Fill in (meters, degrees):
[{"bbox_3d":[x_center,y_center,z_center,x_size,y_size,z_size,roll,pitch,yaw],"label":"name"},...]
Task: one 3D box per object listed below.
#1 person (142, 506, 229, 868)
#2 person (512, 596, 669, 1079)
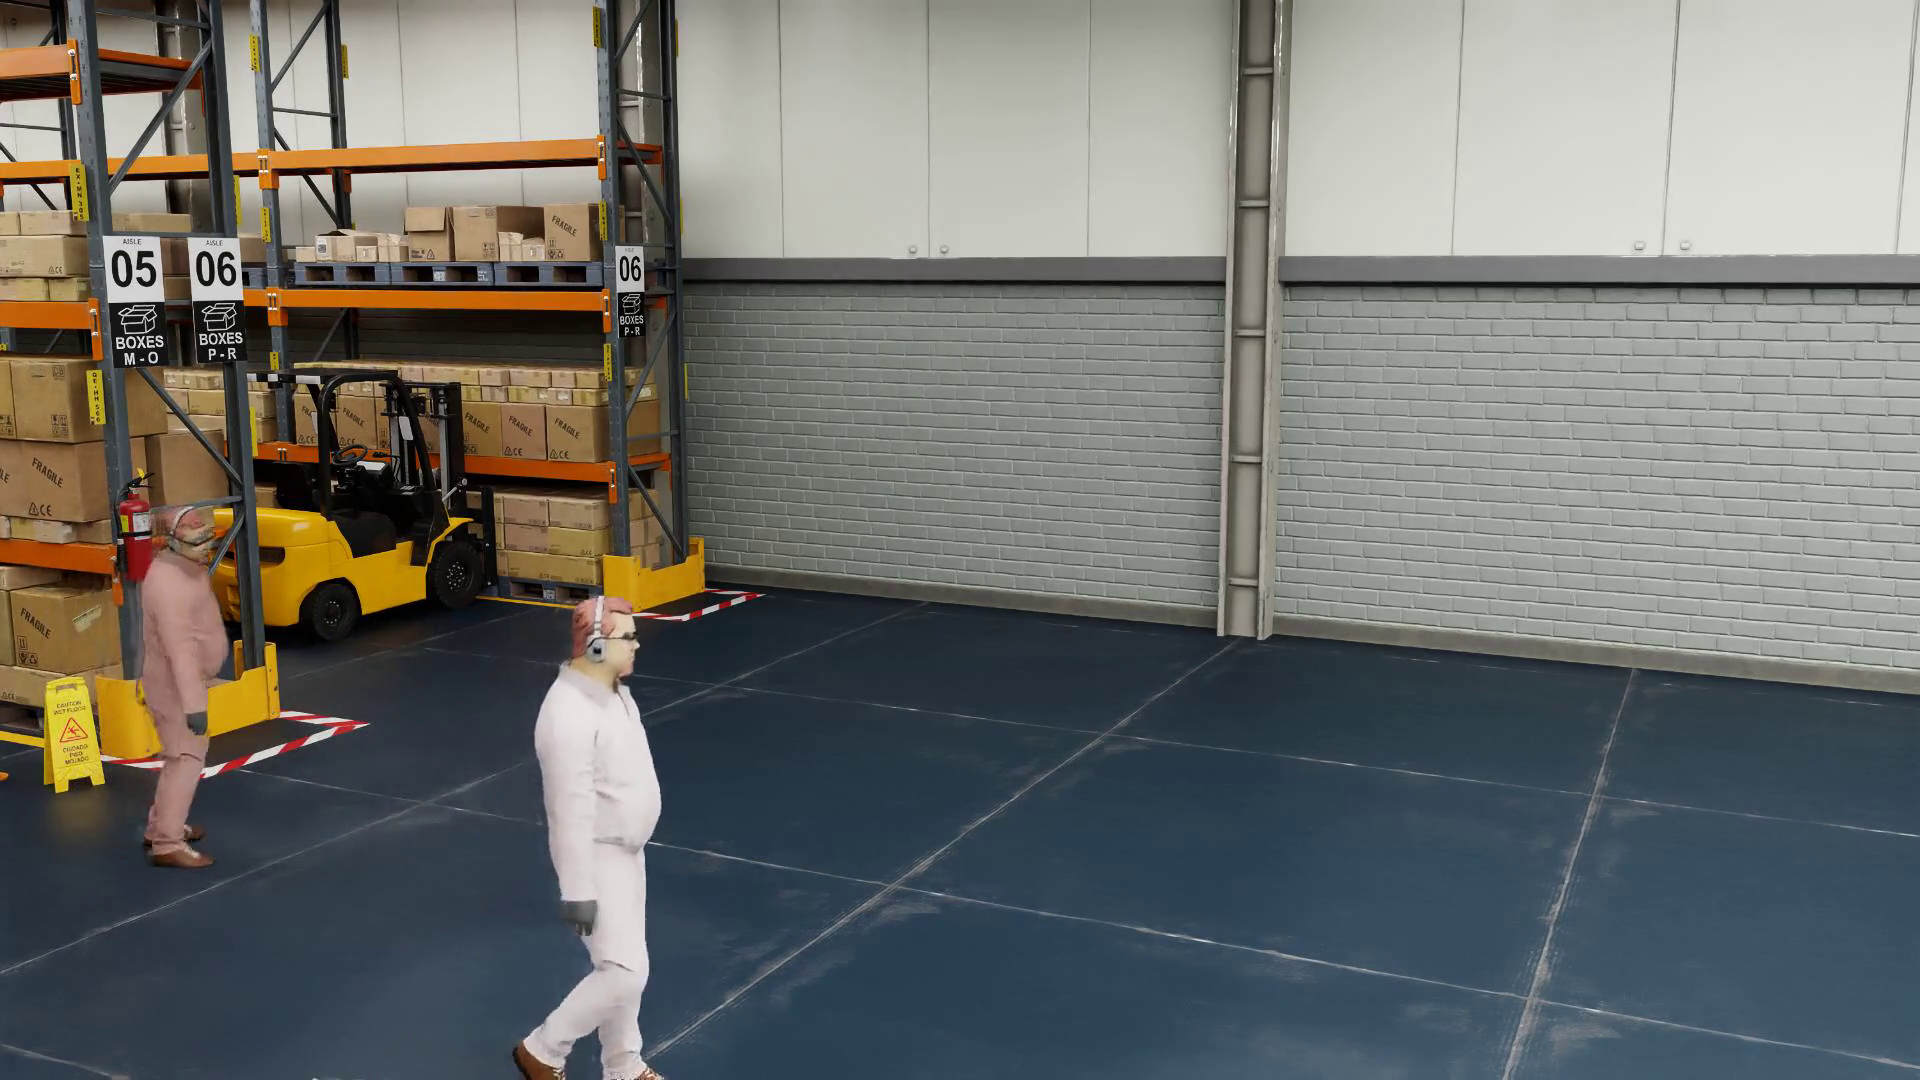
[{"bbox_3d":[-3.927,0.747,8.391,0.462,1.865,0.677,-4,10,-23],"label":"person"},{"bbox_3d":[-1.278,1.130,5.921,0.497,1.892,0.672,0,9,1],"label":"person"}]
